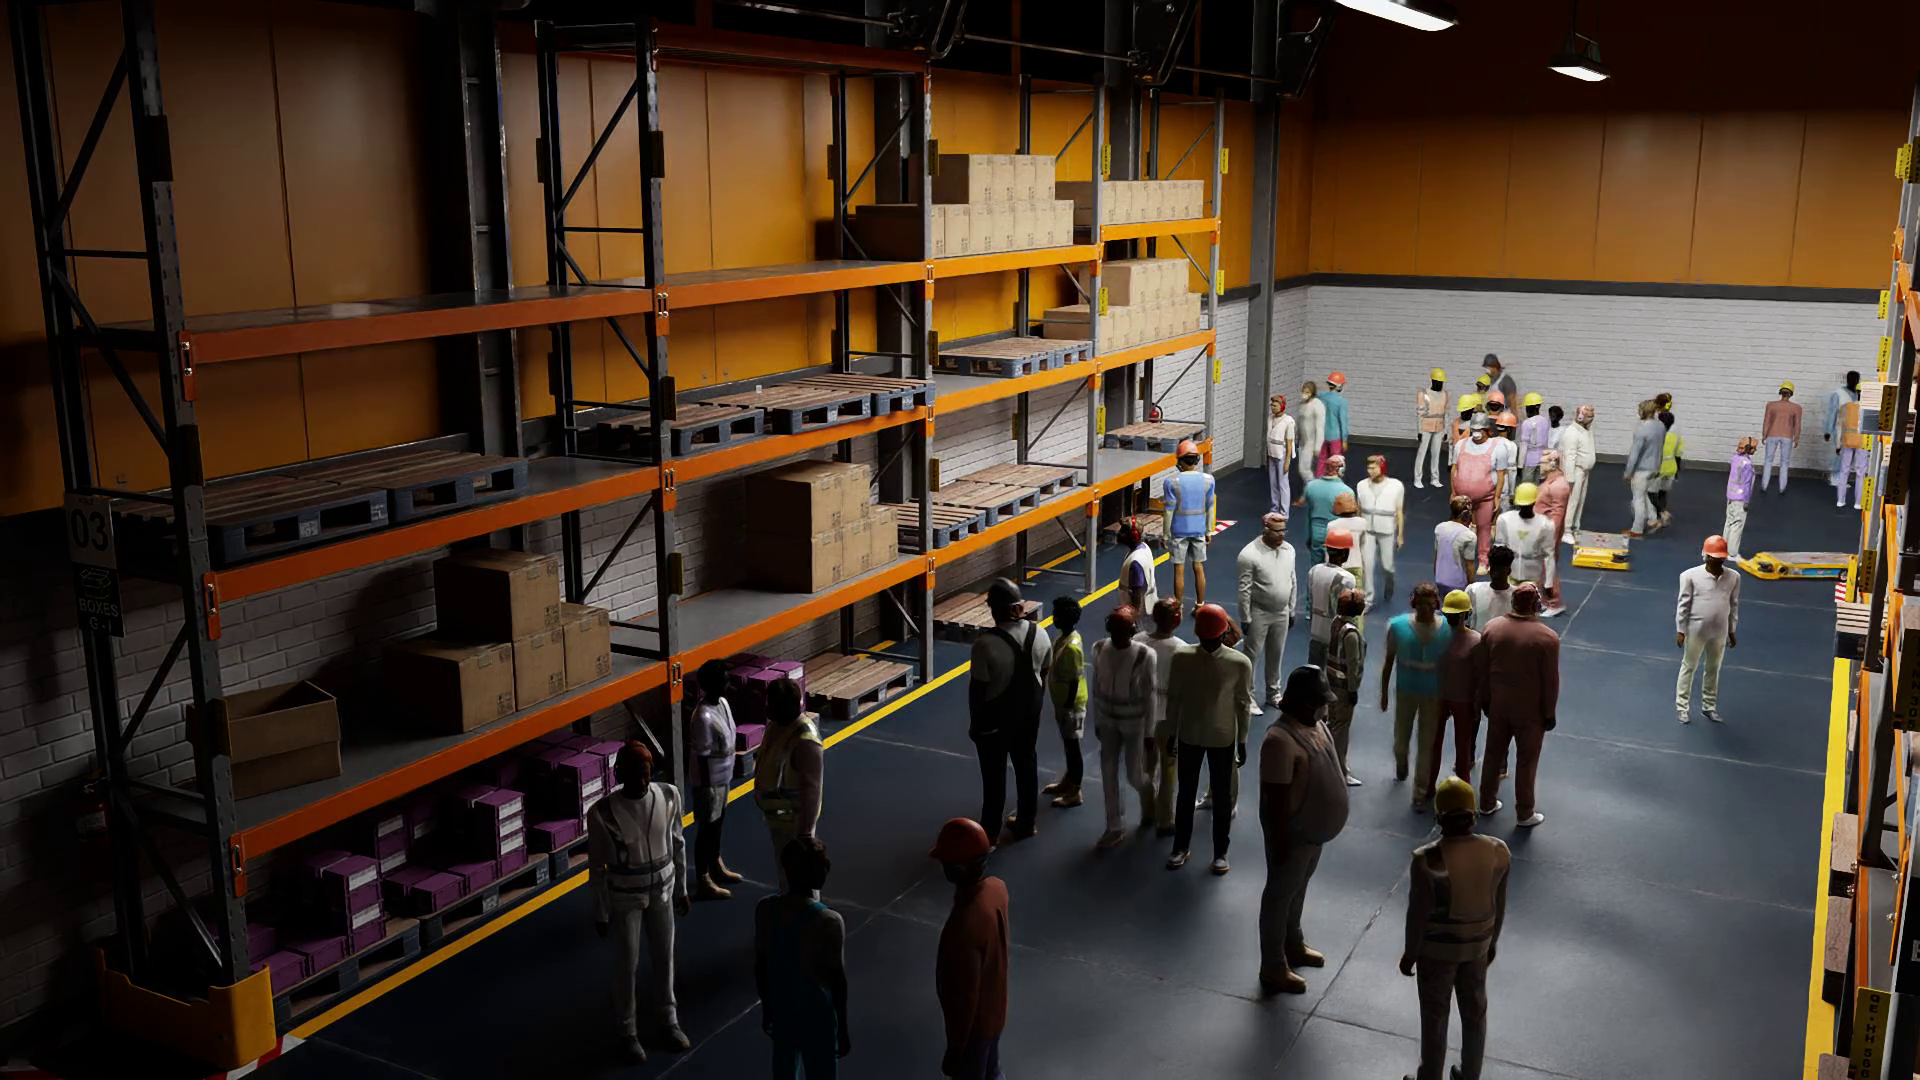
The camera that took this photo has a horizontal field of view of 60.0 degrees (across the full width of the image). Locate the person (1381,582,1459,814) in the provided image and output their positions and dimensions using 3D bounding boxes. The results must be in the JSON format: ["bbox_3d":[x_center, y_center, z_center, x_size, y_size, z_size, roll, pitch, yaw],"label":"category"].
[{"bbox_3d":[3.651,1.197,13.234,0.580,1.825,0.714,3,13,11],"label":"person"}]

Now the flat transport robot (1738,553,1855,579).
[{"bbox_3d":[10.539,0.319,20.679,1.431,0.197,0.652,0,13,1],"label":"flat transport robot"}]

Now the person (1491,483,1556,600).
[{"bbox_3d":[5.654,0.375,16.731,0.627,1.901,0.555,6,14,25],"label":"person"}]

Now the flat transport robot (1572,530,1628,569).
[{"bbox_3d":[8.327,0.114,21.594,0.652,0.197,1.431,5,14,22],"label":"flat transport robot"}]

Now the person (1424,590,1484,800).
[{"bbox_3d":[3.878,1.249,13.138,0.522,1.769,0.311,9,15,35],"label":"person"}]

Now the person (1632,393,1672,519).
[{"bbox_3d":[9.895,-1.183,23.829,0.572,1.857,0.537,-5,14,-21],"label":"person"}]

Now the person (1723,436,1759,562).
[{"bbox_3d":[10.031,-0.526,21.396,0.319,1.631,0.524,1,13,5],"label":"person"}]

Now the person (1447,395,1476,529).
[{"bbox_3d":[7.033,-1.074,23.192,0.385,1.919,0.584,-8,15,-32],"label":"person"}]

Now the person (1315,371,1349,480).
[{"bbox_3d":[5.638,-1.557,25.182,0.395,1.993,0.614,-8,15,-33],"label":"person"}]

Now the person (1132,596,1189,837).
[{"bbox_3d":[1.528,1.334,12.594,0.585,1.840,0.385,12,17,43],"label":"person"}]

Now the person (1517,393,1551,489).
[{"bbox_3d":[8.019,-1.108,23.365,0.588,1.914,0.399,-10,16,-37],"label":"person"}]

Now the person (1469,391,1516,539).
[{"bbox_3d":[7.237,-1.018,22.700,0.613,2.031,0.402,4,13,17],"label":"person"}]

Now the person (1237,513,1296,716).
[{"bbox_3d":[2.861,0.677,15.406,0.646,1.900,0.400,-7,14,-27],"label":"person"}]

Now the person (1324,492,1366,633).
[{"bbox_3d":[4.099,0.302,17.732,0.503,1.614,0.455,-4,13,-19],"label":"person"}]

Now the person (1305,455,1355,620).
[{"bbox_3d":[4.114,-0.005,18.456,0.399,1.900,0.648,-11,16,-39],"label":"person"}]

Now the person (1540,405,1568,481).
[{"bbox_3d":[8.533,-1.109,23.875,0.485,1.685,0.542,-8,15,-33],"label":"person"}]

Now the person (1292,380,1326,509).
[{"bbox_3d":[5.150,-1.419,24.739,0.459,1.926,0.677,-3,13,-13],"label":"person"}]

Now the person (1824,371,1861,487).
[{"bbox_3d":[13.988,-1.744,26.264,0.708,1.880,0.491,-5,13,-20],"label":"person"}]

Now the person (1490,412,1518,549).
[{"bbox_3d":[6.977,-0.686,21.456,0.387,1.926,0.548,-6,14,-24],"label":"person"}]

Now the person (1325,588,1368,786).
[{"bbox_3d":[3.165,1.191,13.683,0.312,1.639,0.518,0,13,-2],"label":"person"}]

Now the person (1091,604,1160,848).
[{"bbox_3d":[1.251,1.352,12.454,0.594,1.865,0.624,9,15,35],"label":"person"}]

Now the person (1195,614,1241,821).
[{"bbox_3d":[2.020,1.365,12.914,0.281,1.635,0.499,-5,14,-23],"label":"person"}]

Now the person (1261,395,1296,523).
[{"bbox_3d":[4.572,-1.158,23.756,0.388,1.837,0.562,-5,14,-22],"label":"person"}]

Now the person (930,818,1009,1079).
[{"bbox_3d":[0.042,2.282,7.999,0.399,1.989,0.622,4,13,18],"label":"person"}]

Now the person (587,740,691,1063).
[{"bbox_3d":[-1.808,2.032,9.411,0.584,1.869,0.368,-9,16,-36],"label":"person"}]

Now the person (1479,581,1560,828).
[{"bbox_3d":[4.320,1.251,12.844,0.397,1.901,0.642,-11,17,-40],"label":"person"}]

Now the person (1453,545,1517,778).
[{"bbox_3d":[4.426,0.996,13.817,0.606,1.967,0.367,8,15,31],"label":"person"}]

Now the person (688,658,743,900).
[{"bbox_3d":[-1.711,1.641,11.556,0.319,1.694,0.534,2,13,9],"label":"person"}]

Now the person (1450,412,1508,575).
[{"bbox_3d":[6.406,-0.579,20.703,0.677,2.000,0.536,8,15,33],"label":"person"}]

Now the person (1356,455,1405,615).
[{"bbox_3d":[4.796,-0.084,18.993,0.602,1.814,0.724,8,15,31],"label":"person"}]

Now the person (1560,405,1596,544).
[{"bbox_3d":[8.336,-0.886,22.417,0.400,1.894,0.658,10,16,38],"label":"person"}]

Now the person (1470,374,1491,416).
[{"bbox_3d":[8.345,-1.771,26.659,0.530,1.768,0.312,11,17,42],"label":"person"}]

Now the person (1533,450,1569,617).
[{"bbox_3d":[6.636,-0.075,18.795,0.442,1.900,0.683,1,13,6],"label":"person"}]

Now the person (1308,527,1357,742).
[{"bbox_3d":[3.285,0.836,14.643,0.395,1.928,0.542,-6,14,-24],"label":"person"}]

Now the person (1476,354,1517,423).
[{"bbox_3d":[8.978,-2.178,27.862,1.072,2.000,0.710,-7,15,-30],"label":"person"}]

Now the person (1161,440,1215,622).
[{"bbox_3d":[2.527,-0.098,18.554,0.605,2.040,0.385,-3,13,-14],"label":"person"}]

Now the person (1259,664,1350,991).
[{"bbox_3d":[2.134,1.744,10.299,0.535,2.000,0.685,7,15,30],"label":"person"}]

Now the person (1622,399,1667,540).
[{"bbox_3d":[9.290,-0.953,22.611,0.656,1.929,0.410,-10,16,-37],"label":"person"}]

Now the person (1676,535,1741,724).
[{"bbox_3d":[6.802,0.810,15.129,0.572,1.750,0.330,-1,13,-2],"label":"person"}]

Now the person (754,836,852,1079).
[{"bbox_3d":[-0.760,2.330,8.125,0.506,1.843,0.351,7,14,28],"label":"person"}]

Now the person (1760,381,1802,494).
[{"bbox_3d":[12.788,-1.597,25.911,0.532,1.756,0.337,6,14,26],"label":"person"}]

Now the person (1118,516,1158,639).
[{"bbox_3d":[1.657,0.678,15.540,0.392,1.838,0.563,2,13,9],"label":"person"}]

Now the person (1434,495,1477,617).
[{"bbox_3d":[4.904,0.458,16.534,0.342,1.839,0.501,-8,15,-33],"label":"person"}]

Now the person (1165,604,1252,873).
[{"bbox_3d":[1.767,1.410,11.921,0.609,1.986,0.390,4,13,17],"label":"person"}]

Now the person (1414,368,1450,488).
[{"bbox_3d":[7.480,-1.762,26.296,0.583,1.918,0.404,-3,13,-14],"label":"person"}]

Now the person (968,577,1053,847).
[{"bbox_3d":[0.323,1.264,12.452,0.681,2.000,0.535,-8,15,-33],"label":"person"}]

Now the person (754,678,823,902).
[{"bbox_3d":[-1.102,1.764,10.664,0.429,1.839,0.634,-6,14,-26],"label":"person"}]

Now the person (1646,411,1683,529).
[{"bbox_3d":[9.813,-0.954,23.168,0.544,1.680,0.563,-2,13,-9],"label":"person"}]

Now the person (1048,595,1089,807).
[{"bbox_3d":[0.854,1.274,13.199,0.317,1.690,0.576,-1,13,-4],"label":"person"}]

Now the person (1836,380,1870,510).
[{"bbox_3d":[13.327,-1.414,24.715,0.382,1.920,0.585,-11,17,-40],"label":"person"}]

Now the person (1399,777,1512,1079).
[{"bbox_3d":[2.635,2.157,8.939,0.586,1.825,0.404,-3,13,-14],"label":"person"}]
